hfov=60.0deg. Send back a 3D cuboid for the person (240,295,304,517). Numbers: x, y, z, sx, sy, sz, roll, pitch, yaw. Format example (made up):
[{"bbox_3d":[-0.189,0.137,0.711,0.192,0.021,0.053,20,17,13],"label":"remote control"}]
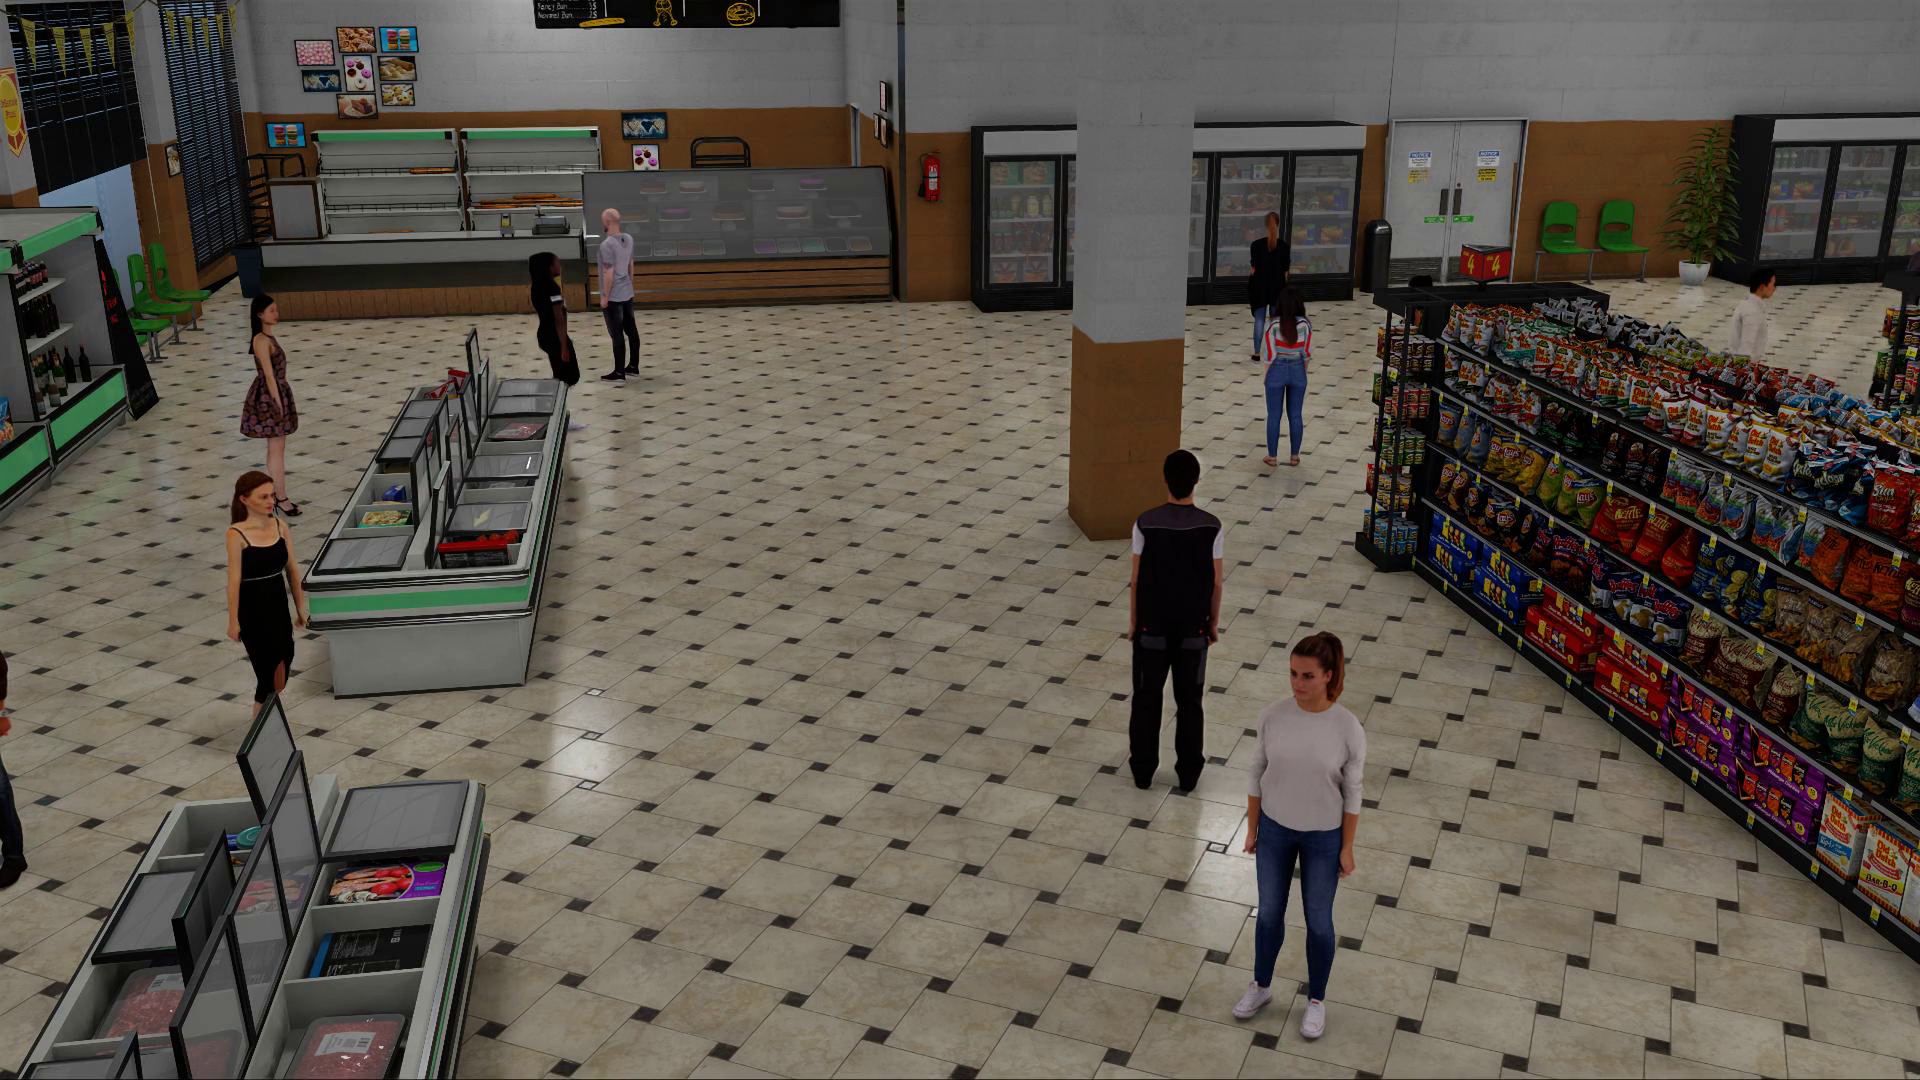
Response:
[{"bbox_3d":[-5.488,-1.073,13.293,0.779,1.775,0.673,-7,20,-20],"label":"person"}]

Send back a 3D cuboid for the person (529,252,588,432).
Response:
[{"bbox_3d":[-3.869,-1.830,15.621,0.853,1.722,0.859,-12,22,-31],"label":"person"}]

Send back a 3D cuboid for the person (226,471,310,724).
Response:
[{"bbox_3d":[-3.904,0.398,9.192,0.783,1.607,0.712,11,21,28],"label":"person"}]

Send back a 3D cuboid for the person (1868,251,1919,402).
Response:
[{"bbox_3d":[9.493,-2.254,16.723,1.108,1.821,1.112,8,20,22],"label":"person"}]

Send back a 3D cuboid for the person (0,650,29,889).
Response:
[{"bbox_3d":[-4.688,0.782,7.786,0.688,1.778,0.592,1,19,2],"label":"person"}]

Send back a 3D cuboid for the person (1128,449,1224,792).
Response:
[{"bbox_3d":[1.113,0.431,8.721,0.674,1.847,0.630,0,19,1],"label":"person"}]

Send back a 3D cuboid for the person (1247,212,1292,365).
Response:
[{"bbox_3d":[3.451,-2.814,18.586,0.700,1.692,0.679,3,19,10],"label":"person"}]

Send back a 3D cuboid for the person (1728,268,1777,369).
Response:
[{"bbox_3d":[6.667,-1.453,14.395,0.955,1.790,0.944,5,19,16],"label":"person"}]

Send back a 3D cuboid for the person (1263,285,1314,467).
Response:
[{"bbox_3d":[2.881,-1.453,14.672,0.620,1.614,0.564,0,19,0],"label":"person"}]

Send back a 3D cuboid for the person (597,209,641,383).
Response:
[{"bbox_3d":[-3.669,-2.632,17.816,0.822,1.839,0.717,8,20,22],"label":"person"}]

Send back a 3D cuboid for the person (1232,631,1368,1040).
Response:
[{"bbox_3d":[1.374,1.185,6.684,0.684,1.719,0.717,10,21,26],"label":"person"}]
